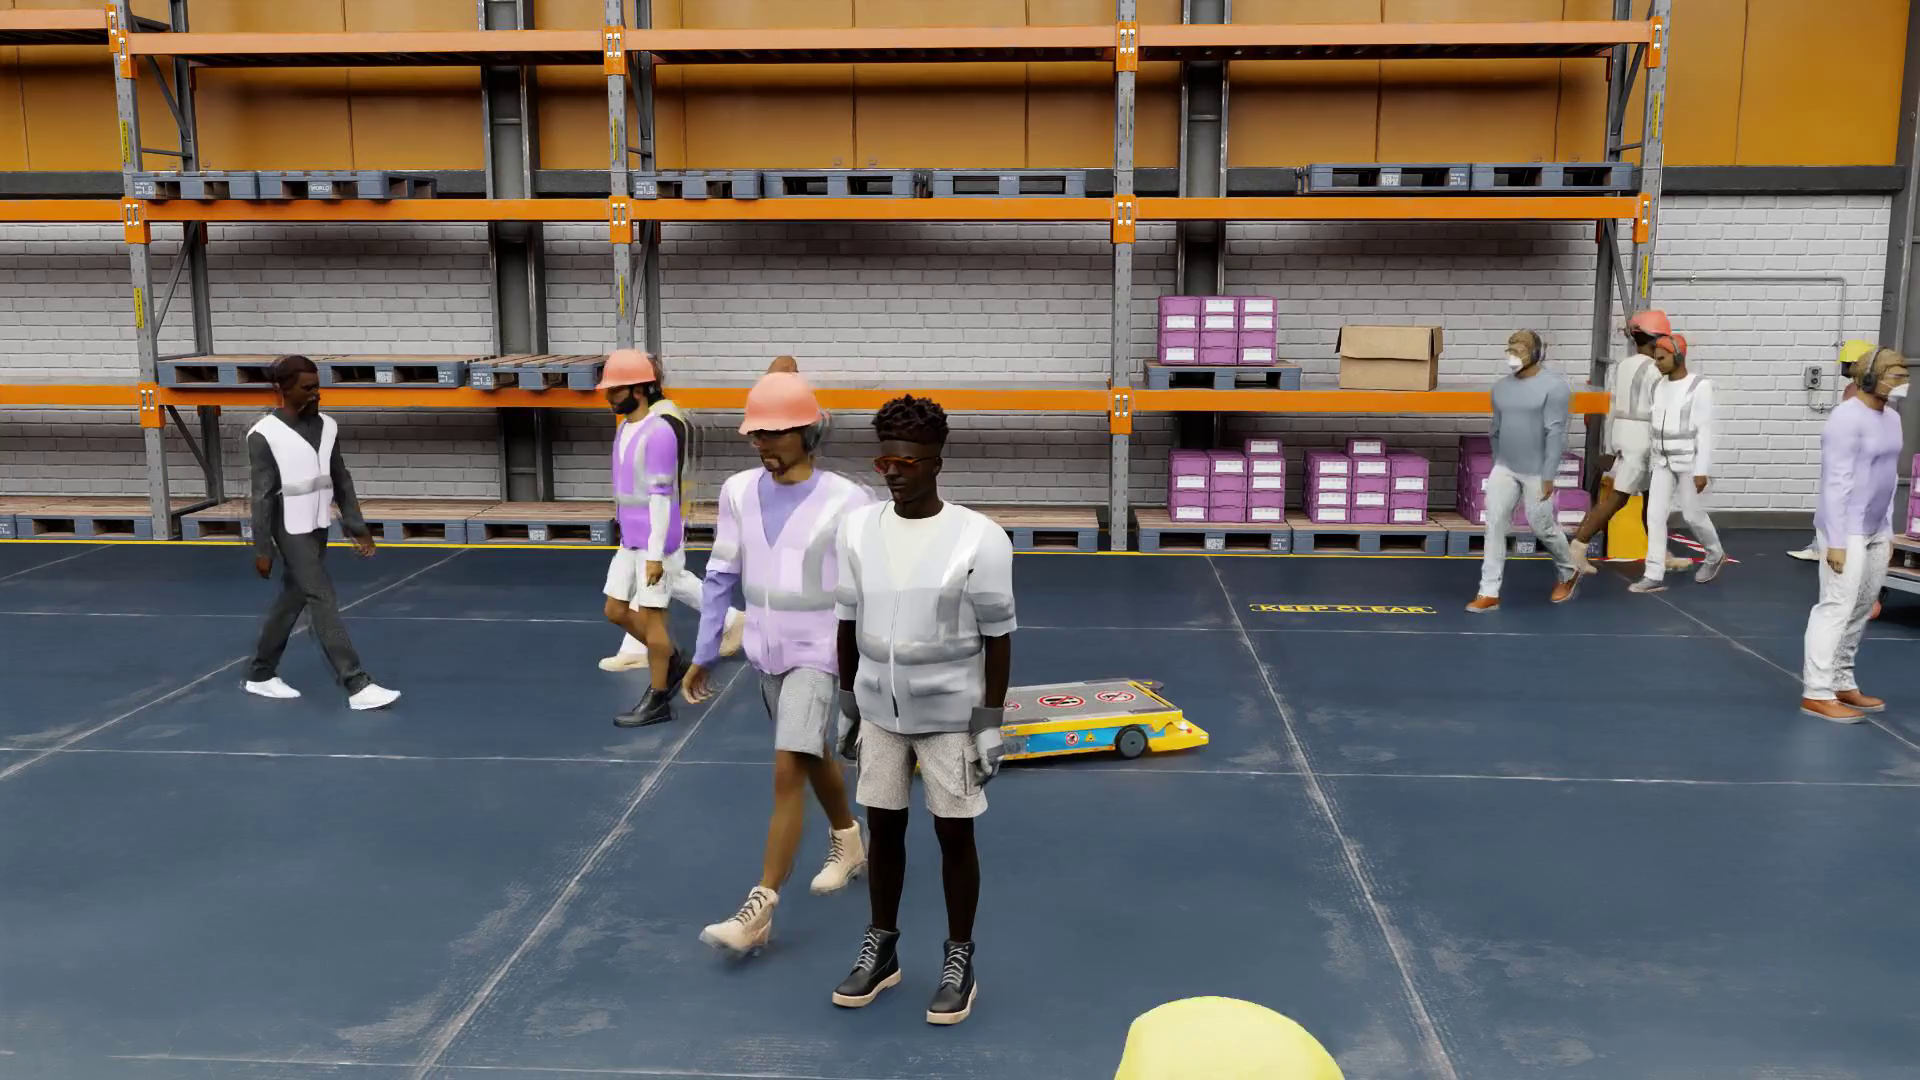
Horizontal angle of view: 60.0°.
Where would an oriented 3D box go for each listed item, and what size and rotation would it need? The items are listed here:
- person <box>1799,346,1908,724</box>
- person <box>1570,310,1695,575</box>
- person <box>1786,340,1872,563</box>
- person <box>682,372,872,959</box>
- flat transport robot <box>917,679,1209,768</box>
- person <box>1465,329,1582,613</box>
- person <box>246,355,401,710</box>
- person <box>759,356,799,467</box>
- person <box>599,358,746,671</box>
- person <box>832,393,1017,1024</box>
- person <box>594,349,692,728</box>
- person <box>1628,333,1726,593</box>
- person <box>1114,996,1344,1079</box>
[{"bbox_3d":[4.594,-0.028,8.538,0.628,1.930,0.374,-8,12,-38],"label":"person"},{"bbox_3d":[4.983,-0.706,12.374,1.033,2.002,0.627,0,10,-1],"label":"person"},{"bbox_3d":[6.777,-0.665,12.807,0.815,1.728,0.561,2,10,14],"label":"person"},{"bbox_3d":[-0.610,0.404,5.865,0.616,1.982,1.082,6,11,31],"label":"person"},{"bbox_3d":[0.415,0.880,8.059,1.431,0.197,0.652,-3,10,-17],"label":"flat transport robot"},{"bbox_3d":[3.844,-0.471,11.208,0.938,1.910,0.626,-7,12,-36],"label":"person"},{"bbox_3d":[-3.437,-0.039,8.785,1.008,1.866,0.612,2,10,14],"label":"person"},{"bbox_3d":[-1.338,-0.579,12.621,0.501,1.631,0.286,9,13,41],"label":"person"},{"bbox_3d":[-1.672,-0.151,9.604,0.825,1.812,0.666,-5,11,-27],"label":"person"},{"bbox_3d":[-0.127,0.523,5.191,0.608,1.966,0.370,4,11,24],"label":"person"},{"bbox_3d":[-1.596,0.000,8.398,0.469,1.920,0.552,-7,12,-35],"label":"person"},{"bbox_3d":[5.189,-0.552,11.870,0.884,1.849,0.591,-4,11,-23],"label":"person"},{"bbox_3d":[0.348,1.268,1.541,0.447,1.724,0.574,-4,10,-22],"label":"person"}]
